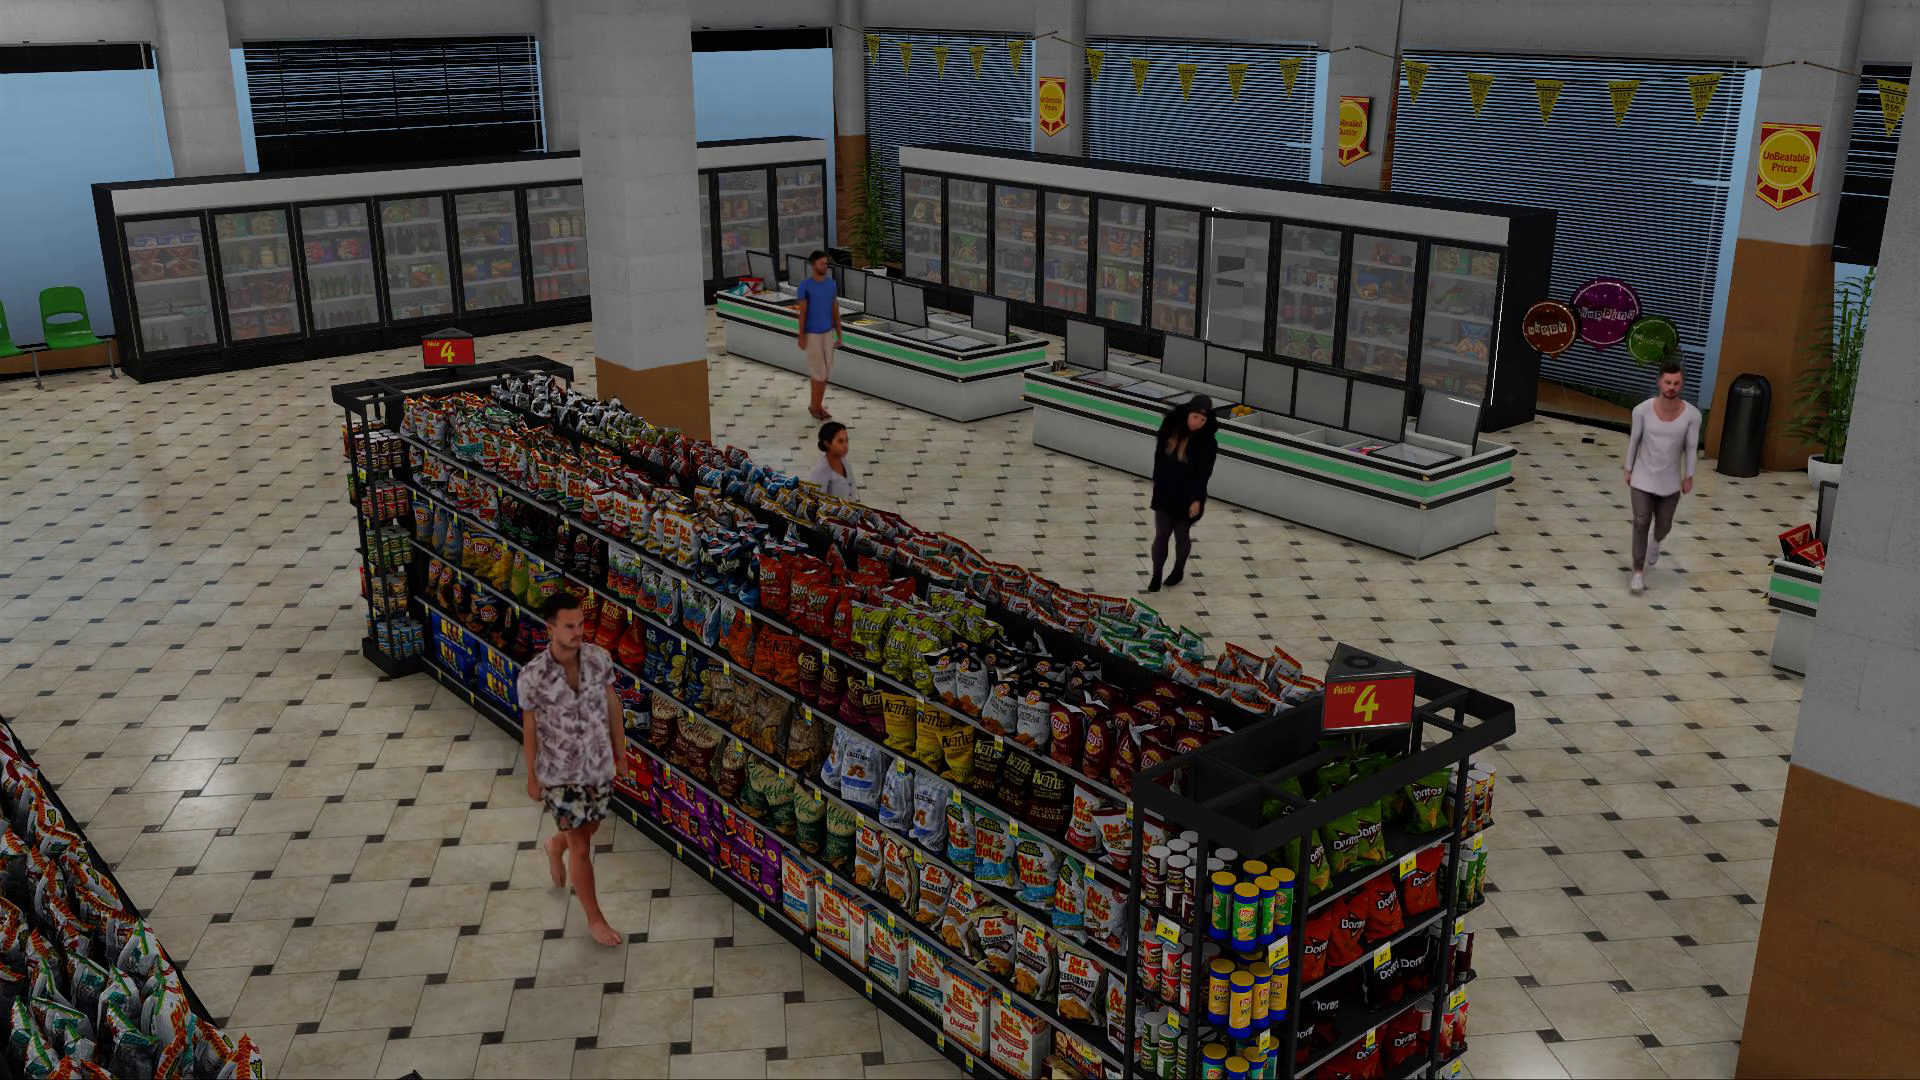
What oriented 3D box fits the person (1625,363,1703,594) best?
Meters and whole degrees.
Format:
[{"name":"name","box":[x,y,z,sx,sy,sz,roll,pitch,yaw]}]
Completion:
[{"name":"person","box":[5.519,-0.519,13.171,1.085,1.820,1.030,7,20,21]}]

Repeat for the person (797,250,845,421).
[{"name":"person","box":[-1.610,-2.273,18.319,0.643,1.855,0.643,-14,23,-36]}]

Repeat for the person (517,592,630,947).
[{"name":"person","box":[-1.999,1.100,8.418,0.672,1.788,1.096,-16,24,-39]}]

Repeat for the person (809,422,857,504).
[{"name":"person","box":[-0.992,-0.002,11.818,1.198,1.704,0.906,10,21,28]}]

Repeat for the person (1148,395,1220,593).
[{"name":"person","box":[1.730,-0.372,13.054,0.859,1.616,0.921,15,24,37]}]
